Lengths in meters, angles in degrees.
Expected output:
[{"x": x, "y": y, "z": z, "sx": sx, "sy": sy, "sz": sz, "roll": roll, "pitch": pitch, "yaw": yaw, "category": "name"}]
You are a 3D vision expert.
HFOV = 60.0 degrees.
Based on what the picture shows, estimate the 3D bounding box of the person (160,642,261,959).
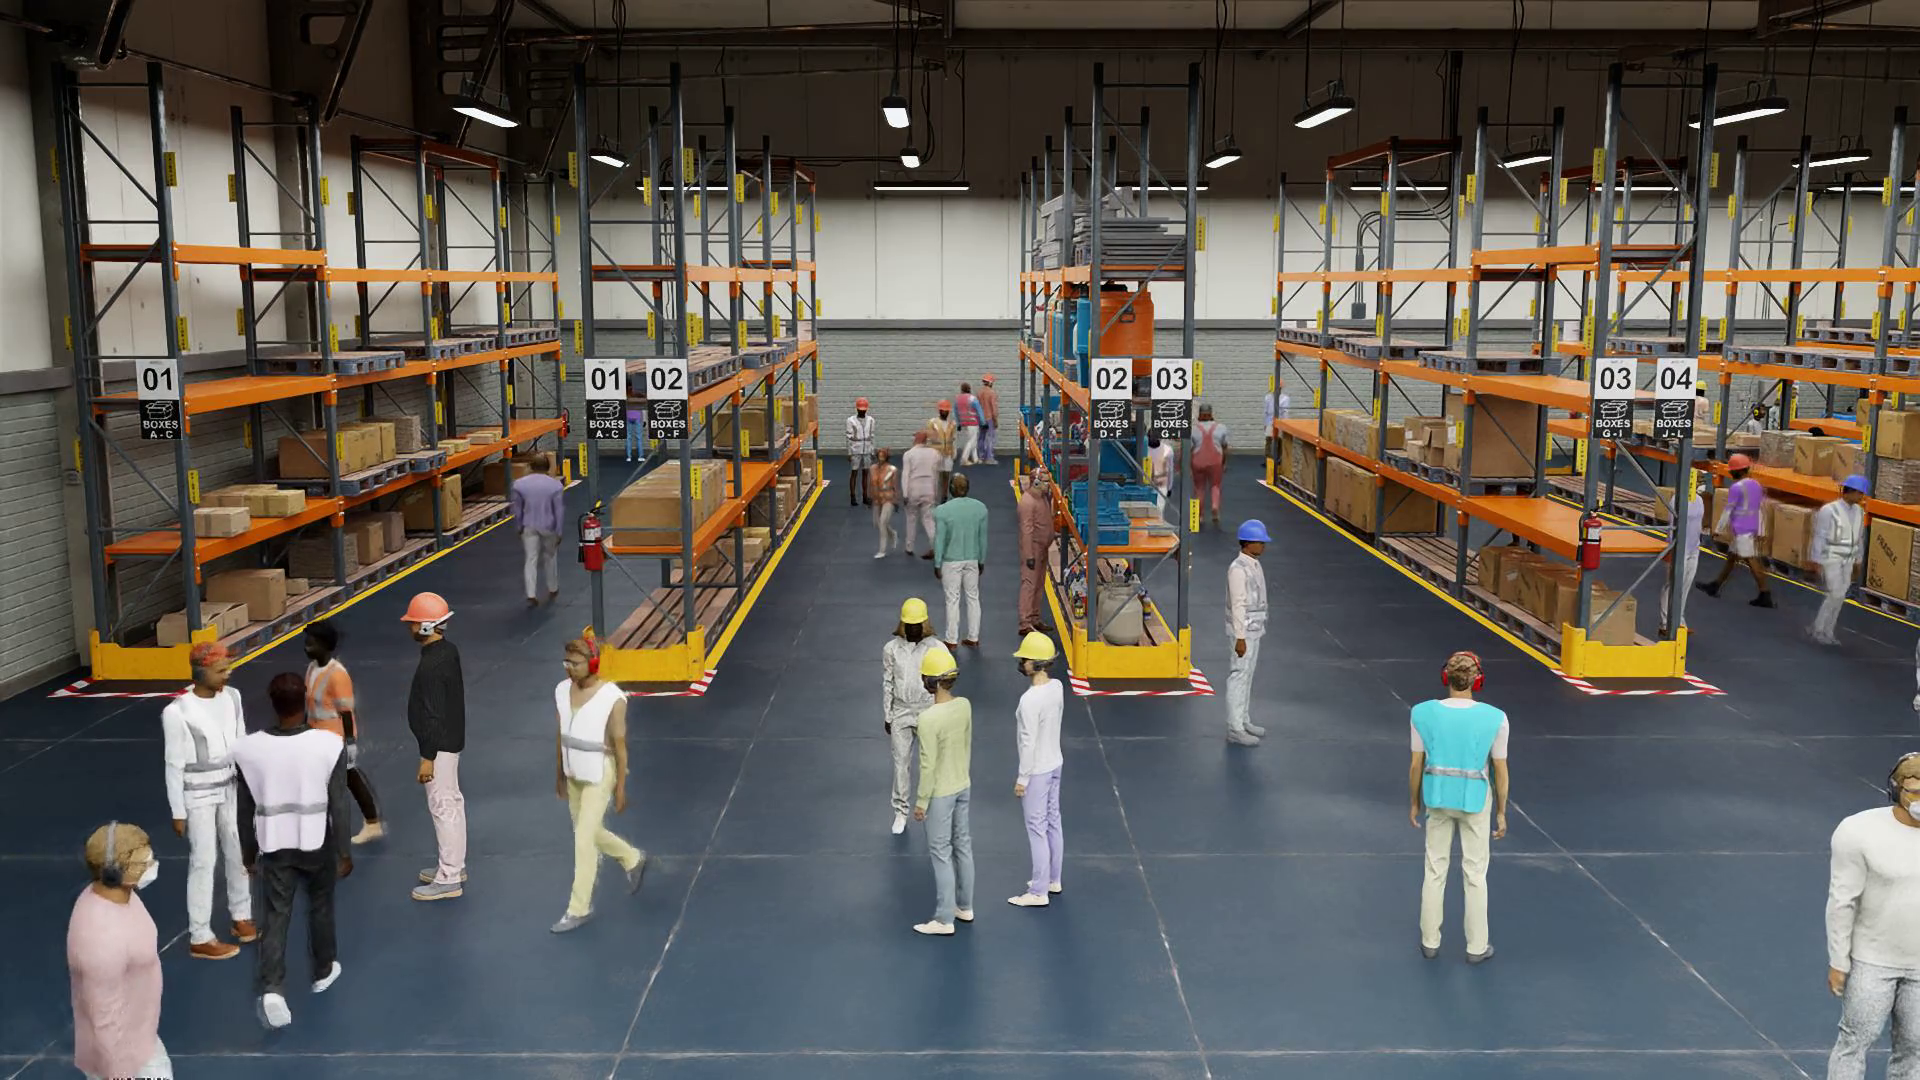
[{"x": -4.427, "y": 1.529, "z": 9.847, "sx": 0.404, "sy": 1.881, "sz": 0.585, "roll": 3, "pitch": 9, "yaw": 17, "category": "person"}]

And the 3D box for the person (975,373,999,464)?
[{"x": 0.603, "y": -2.646, "z": 36.317, "sx": 0.622, "sy": 1.990, "sz": 0.402, "roll": 9, "pitch": 12, "yaw": 44, "category": "person"}]

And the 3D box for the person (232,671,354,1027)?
[{"x": -3.621, "y": 1.651, "z": 9.043, "sx": 0.604, "sy": 1.883, "sz": 0.906, "roll": -2, "pitch": 9, "yaw": -10, "category": "person"}]

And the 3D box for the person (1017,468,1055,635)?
[{"x": 0.873, "y": 0.129, "z": 18.790, "sx": 0.401, "sy": 1.900, "sz": 0.647, "roll": 3, "pitch": 9, "yaw": 20, "category": "person"}]

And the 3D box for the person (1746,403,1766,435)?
[{"x": 13.970, "y": -1.483, "z": 29.219, "sx": 0.328, "sy": 1.876, "sz": 0.515, "roll": 7, "pitch": 11, "yaw": 38, "category": "person"}]

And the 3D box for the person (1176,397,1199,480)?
[{"x": 4.598, "y": -2.177, "z": 33.358, "sx": 0.447, "sy": 1.968, "sz": 0.640, "roll": 9, "pitch": 12, "yaw": 44, "category": "person"}]

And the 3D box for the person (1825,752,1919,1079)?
[{"x": 4.165, "y": 1.879, "z": 7.380, "sx": 0.627, "sy": 1.940, "sz": 0.371, "roll": 1, "pitch": 9, "yaw": 8, "category": "person"}]

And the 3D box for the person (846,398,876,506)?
[{"x": -1.751, "y": -1.573, "z": 29.626, "sx": 0.543, "sy": 1.927, "sz": 0.375, "roll": -4, "pitch": 10, "yaw": -25, "category": "person"}]

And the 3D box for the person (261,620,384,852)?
[{"x": -4.434, "y": 1.377, "z": 11.513, "sx": 0.886, "sy": 1.643, "sz": 0.546, "roll": -7, "pitch": 11, "yaw": -37, "category": "person"}]

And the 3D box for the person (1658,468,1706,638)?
[{"x": 8.077, "y": 0.149, "z": 18.556, "sx": 0.630, "sy": 1.931, "sz": 0.383, "roll": -8, "pitch": 12, "yaw": -41, "category": "person"}]

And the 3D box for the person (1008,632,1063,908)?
[{"x": 0.489, "y": 1.459, "z": 10.641, "sx": 0.311, "sy": 1.769, "sz": 0.533, "roll": 4, "pitch": 10, "yaw": 25, "category": "person"}]

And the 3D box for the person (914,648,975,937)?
[{"x": -0.117, "y": 1.532, "z": 10.172, "sx": 0.330, "sy": 1.767, "sz": 0.528, "roll": 6, "pitch": 11, "yaw": 33, "category": "person"}]

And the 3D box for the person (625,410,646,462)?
[{"x": -7.236, "y": -2.685, "z": 36.780, "sx": 0.586, "sy": 1.928, "sz": 0.364, "roll": -1, "pitch": 9, "yaw": -5, "category": "person"}]

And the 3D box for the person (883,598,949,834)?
[{"x": -0.320, "y": 1.267, "z": 11.971, "sx": 0.484, "sy": 1.736, "sz": 0.322, "roll": 1, "pitch": 9, "yaw": 7, "category": "person"}]

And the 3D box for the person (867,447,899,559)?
[{"x": -1.072, "y": -0.557, "z": 24.120, "sx": 0.520, "sy": 1.610, "sz": 0.635, "roll": 6, "pitch": 11, "yaw": 33, "category": "person"}]

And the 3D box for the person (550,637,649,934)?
[{"x": -2.267, "y": 1.474, "z": 10.392, "sx": 0.572, "sy": 1.818, "sz": 0.802, "roll": 7, "pitch": 11, "yaw": 37, "category": "person"}]

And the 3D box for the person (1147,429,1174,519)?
[{"x": 2.922, "y": -0.830, "z": 25.278, "sx": 0.632, "sy": 1.806, "sz": 0.928, "roll": 1, "pitch": 9, "yaw": 9, "category": "person"}]

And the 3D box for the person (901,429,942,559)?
[{"x": -0.542, "y": -0.660, "z": 24.012, "sx": 0.657, "sy": 1.856, "sz": 0.816, "roll": -3, "pitch": 9, "yaw": -20, "category": "person"}]

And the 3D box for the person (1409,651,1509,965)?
[{"x": 2.899, "y": 1.563, "z": 9.707, "sx": 0.563, "sy": 1.848, "sz": 0.389, "roll": 4, "pitch": 10, "yaw": 25, "category": "person"}]

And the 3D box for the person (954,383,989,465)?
[{"x": 0.267, "y": -2.507, "z": 36.062, "sx": 0.629, "sy": 1.795, "sz": 0.730, "roll": -7, "pitch": 11, "yaw": -40, "category": "person"}]

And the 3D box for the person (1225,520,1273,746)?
[{"x": 2.488, "y": 0.785, "z": 14.395, "sx": 0.399, "sy": 1.944, "sz": 0.618, "roll": 4, "pitch": 10, "yaw": 22, "category": "person"}]

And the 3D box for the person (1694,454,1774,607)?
[{"x": 9.642, "y": -0.129, "z": 20.561, "sx": 0.544, "sy": 1.868, "sz": 1.066, "roll": -7, "pitch": 11, "yaw": -37, "category": "person"}]

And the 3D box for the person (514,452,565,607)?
[{"x": -5.181, "y": -0.138, "z": 20.520, "sx": 0.630, "sy": 1.897, "sz": 1.014, "roll": -1, "pitch": 9, "yaw": -7, "category": "person"}]

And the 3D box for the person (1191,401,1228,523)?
[{"x": 4.048, "y": -1.280, "z": 27.381, "sx": 0.711, "sy": 2.000, "sz": 0.586, "roll": 1, "pitch": 9, "yaw": 4, "category": "person"}]

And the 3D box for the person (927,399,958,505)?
[{"x": -0.304, "y": -1.521, "z": 29.307, "sx": 0.573, "sy": 1.922, "sz": 0.419, "roll": -3, "pitch": 9, "yaw": -21, "category": "person"}]

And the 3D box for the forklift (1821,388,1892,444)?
[{"x": 20.072, "y": -3.110, "z": 36.462, "sx": 1.873, "sy": 2.768, "sz": 1.129, "roll": 0, "pitch": 9, "yaw": 0, "category": "forklift"}]

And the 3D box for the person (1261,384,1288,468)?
[{"x": 6.711, "y": -2.480, "z": 35.536, "sx": 0.561, "sy": 1.893, "sz": 0.945, "roll": 5, "pitch": 10, "yaw": 27, "category": "person"}]

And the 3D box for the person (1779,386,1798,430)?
[{"x": 17.055, "y": -2.254, "z": 34.267, "sx": 0.507, "sy": 1.847, "sz": 0.345, "roll": -4, "pitch": 10, "yaw": -25, "category": "person"}]

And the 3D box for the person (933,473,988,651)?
[{"x": 0.004, "y": 0.238, "z": 17.960, "sx": 0.626, "sy": 1.933, "sz": 0.370, "roll": -4, "pitch": 10, "yaw": -25, "category": "person"}]

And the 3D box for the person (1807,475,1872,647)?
[{"x": 9.560, "y": 0.237, "z": 18.059, "sx": 0.634, "sy": 1.906, "sz": 0.470, "roll": -3, "pitch": 9, "yaw": -21, "category": "person"}]

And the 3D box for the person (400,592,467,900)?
[{"x": -3.397, "y": 1.322, "z": 10.788, "sx": 0.381, "sy": 1.995, "sz": 0.611, "roll": -1, "pitch": 9, "yaw": -8, "category": "person"}]

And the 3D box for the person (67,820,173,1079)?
[{"x": -3.318, "y": 2.022, "z": 6.509, "sx": 0.641, "sy": 1.919, "sz": 0.636, "roll": -4, "pitch": 10, "yaw": -24, "category": "person"}]
